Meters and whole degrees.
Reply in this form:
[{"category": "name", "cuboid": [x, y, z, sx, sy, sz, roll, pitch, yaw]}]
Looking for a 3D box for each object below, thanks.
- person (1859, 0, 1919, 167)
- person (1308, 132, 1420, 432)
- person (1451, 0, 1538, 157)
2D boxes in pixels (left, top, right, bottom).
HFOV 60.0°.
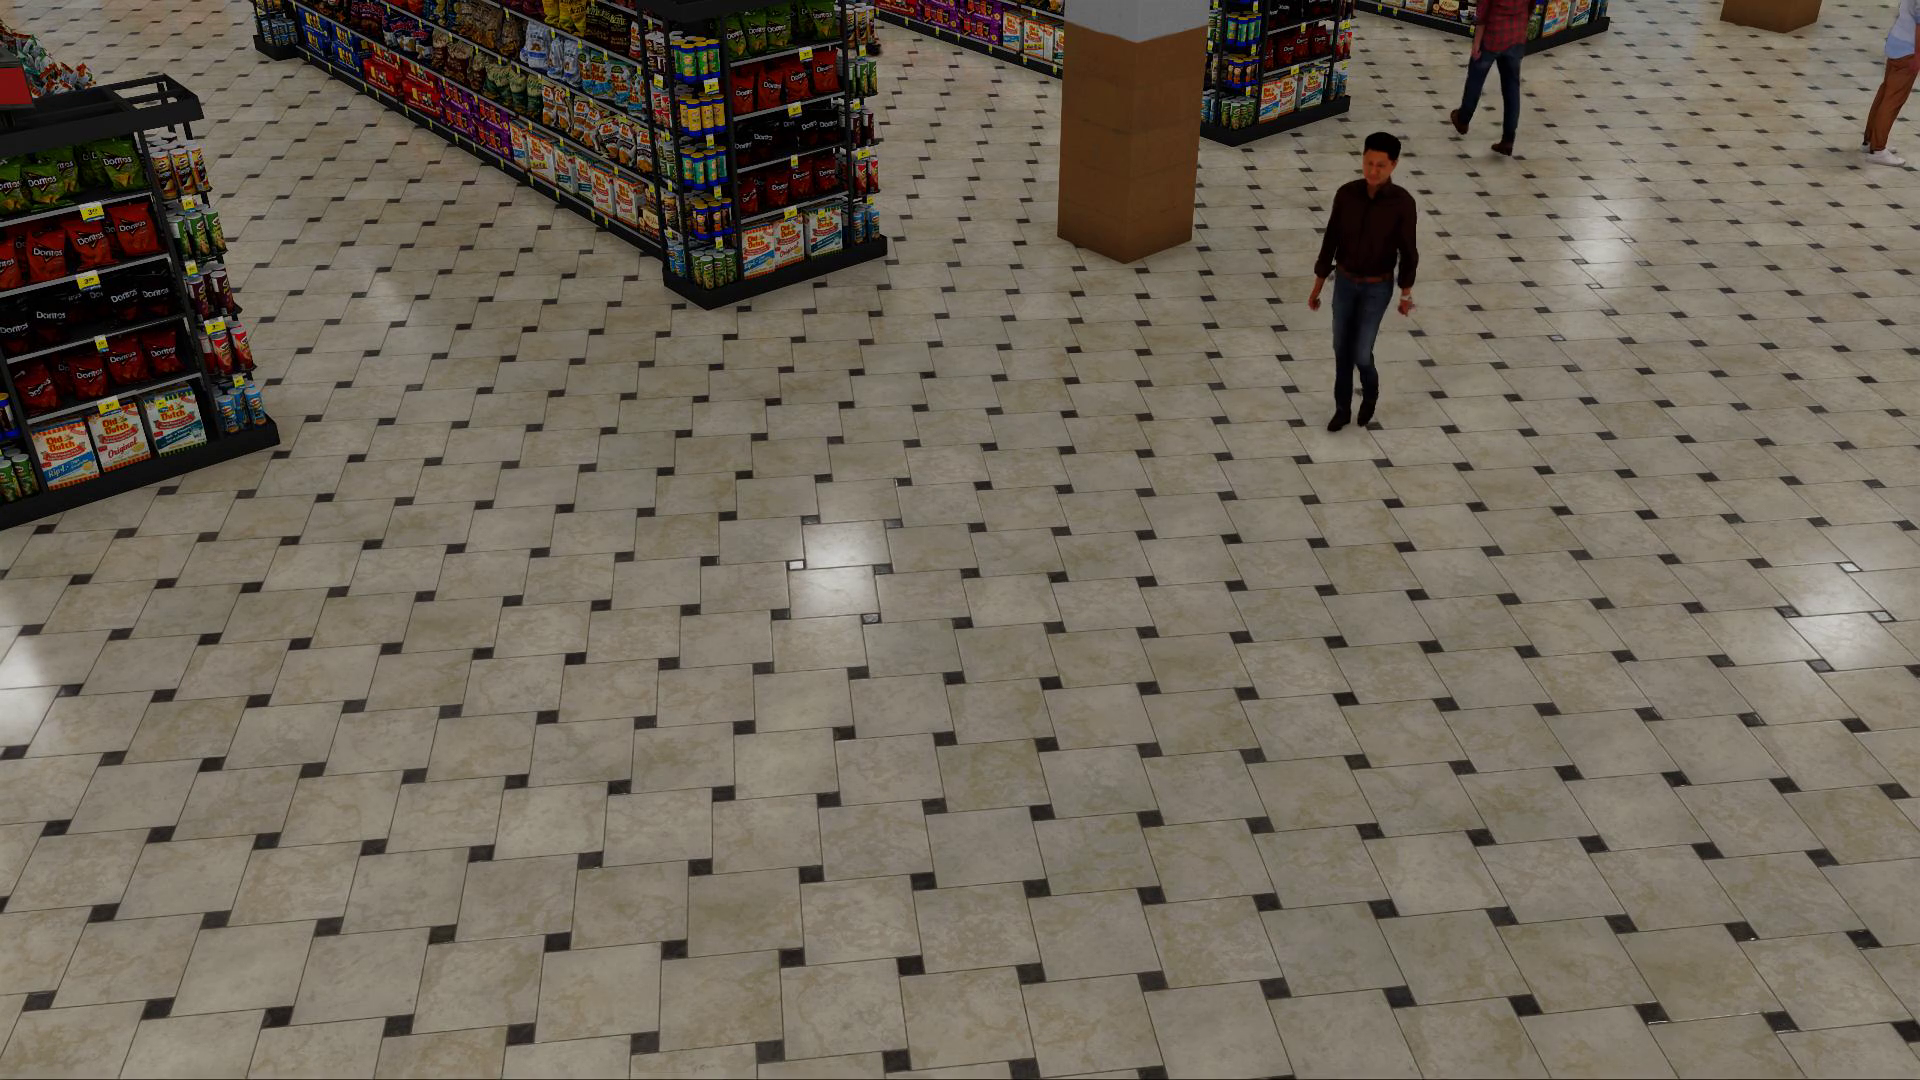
[{"category": "person", "cuboid": [7.537, -3.932, 13.209, 0.782, 1.826, 0.768, 8, 33, 13]}, {"category": "person", "cuboid": [2.284, -1.436, 9.257, 0.678, 1.763, 0.805, 22, 38, 31]}, {"category": "person", "cuboid": [4.375, -3.980, 13.323, 1.125, 1.787, 1.311, -4, 32, -7]}]
